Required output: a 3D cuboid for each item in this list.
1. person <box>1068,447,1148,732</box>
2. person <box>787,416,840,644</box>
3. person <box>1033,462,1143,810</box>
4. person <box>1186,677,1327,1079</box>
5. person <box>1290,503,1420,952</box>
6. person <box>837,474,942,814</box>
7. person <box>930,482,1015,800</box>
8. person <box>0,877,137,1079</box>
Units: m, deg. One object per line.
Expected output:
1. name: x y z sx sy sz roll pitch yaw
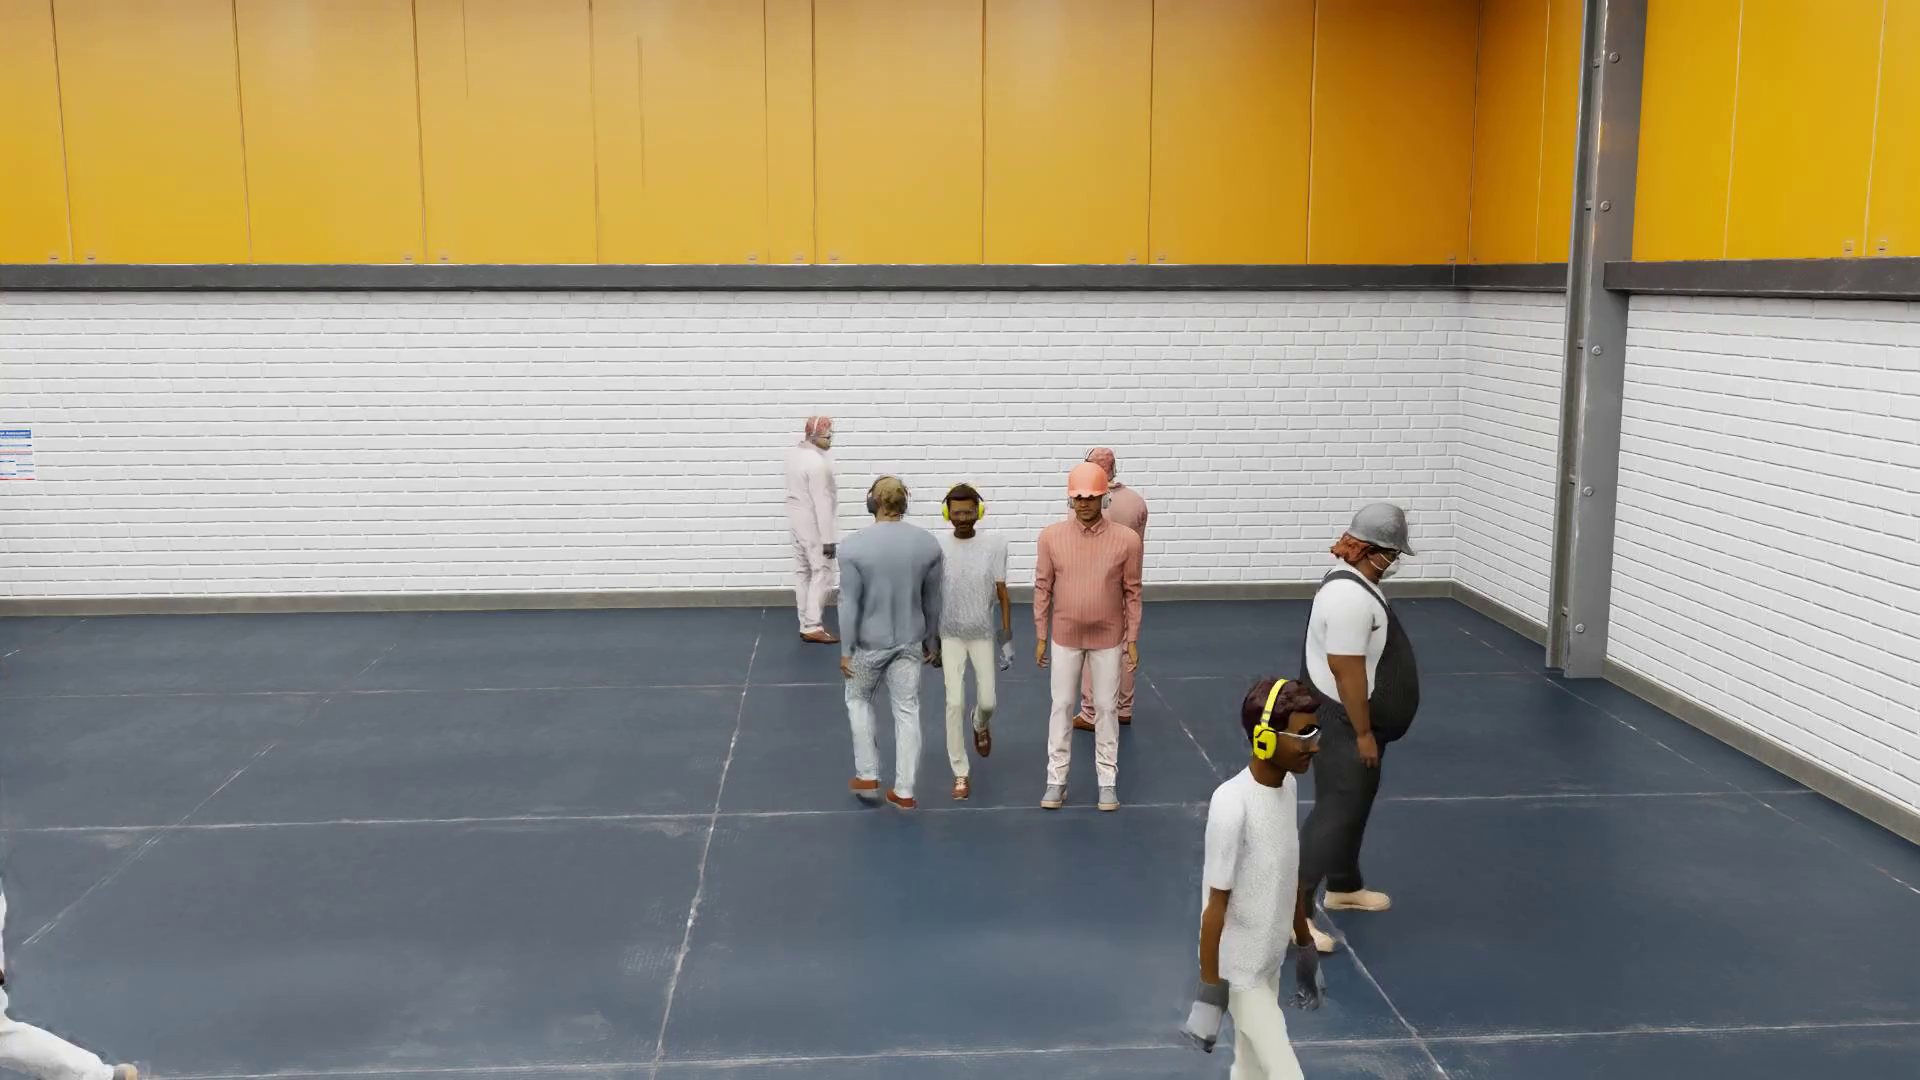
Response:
1. person: 0.935 0.327 11.109 0.639 1.902 0.406 -6 11 -34
2. person: -1.207 -0.084 13.787 0.403 1.879 0.692 -5 10 -29
3. person: 0.720 0.548 9.419 0.614 1.993 0.395 1 9 9
4. person: 0.954 1.322 5.003 0.568 1.848 0.549 5 10 30
5. person: 1.767 0.812 7.618 0.645 2.000 0.896 2 9 15
6. person: -0.431 0.574 9.505 0.651 1.912 0.711 -4 10 -23
7. person: 0.059 0.558 9.830 0.537 1.843 0.698 0 9 -1
8. person: -3.262 1.254 5.498 0.620 1.845 0.850 5 10 30
